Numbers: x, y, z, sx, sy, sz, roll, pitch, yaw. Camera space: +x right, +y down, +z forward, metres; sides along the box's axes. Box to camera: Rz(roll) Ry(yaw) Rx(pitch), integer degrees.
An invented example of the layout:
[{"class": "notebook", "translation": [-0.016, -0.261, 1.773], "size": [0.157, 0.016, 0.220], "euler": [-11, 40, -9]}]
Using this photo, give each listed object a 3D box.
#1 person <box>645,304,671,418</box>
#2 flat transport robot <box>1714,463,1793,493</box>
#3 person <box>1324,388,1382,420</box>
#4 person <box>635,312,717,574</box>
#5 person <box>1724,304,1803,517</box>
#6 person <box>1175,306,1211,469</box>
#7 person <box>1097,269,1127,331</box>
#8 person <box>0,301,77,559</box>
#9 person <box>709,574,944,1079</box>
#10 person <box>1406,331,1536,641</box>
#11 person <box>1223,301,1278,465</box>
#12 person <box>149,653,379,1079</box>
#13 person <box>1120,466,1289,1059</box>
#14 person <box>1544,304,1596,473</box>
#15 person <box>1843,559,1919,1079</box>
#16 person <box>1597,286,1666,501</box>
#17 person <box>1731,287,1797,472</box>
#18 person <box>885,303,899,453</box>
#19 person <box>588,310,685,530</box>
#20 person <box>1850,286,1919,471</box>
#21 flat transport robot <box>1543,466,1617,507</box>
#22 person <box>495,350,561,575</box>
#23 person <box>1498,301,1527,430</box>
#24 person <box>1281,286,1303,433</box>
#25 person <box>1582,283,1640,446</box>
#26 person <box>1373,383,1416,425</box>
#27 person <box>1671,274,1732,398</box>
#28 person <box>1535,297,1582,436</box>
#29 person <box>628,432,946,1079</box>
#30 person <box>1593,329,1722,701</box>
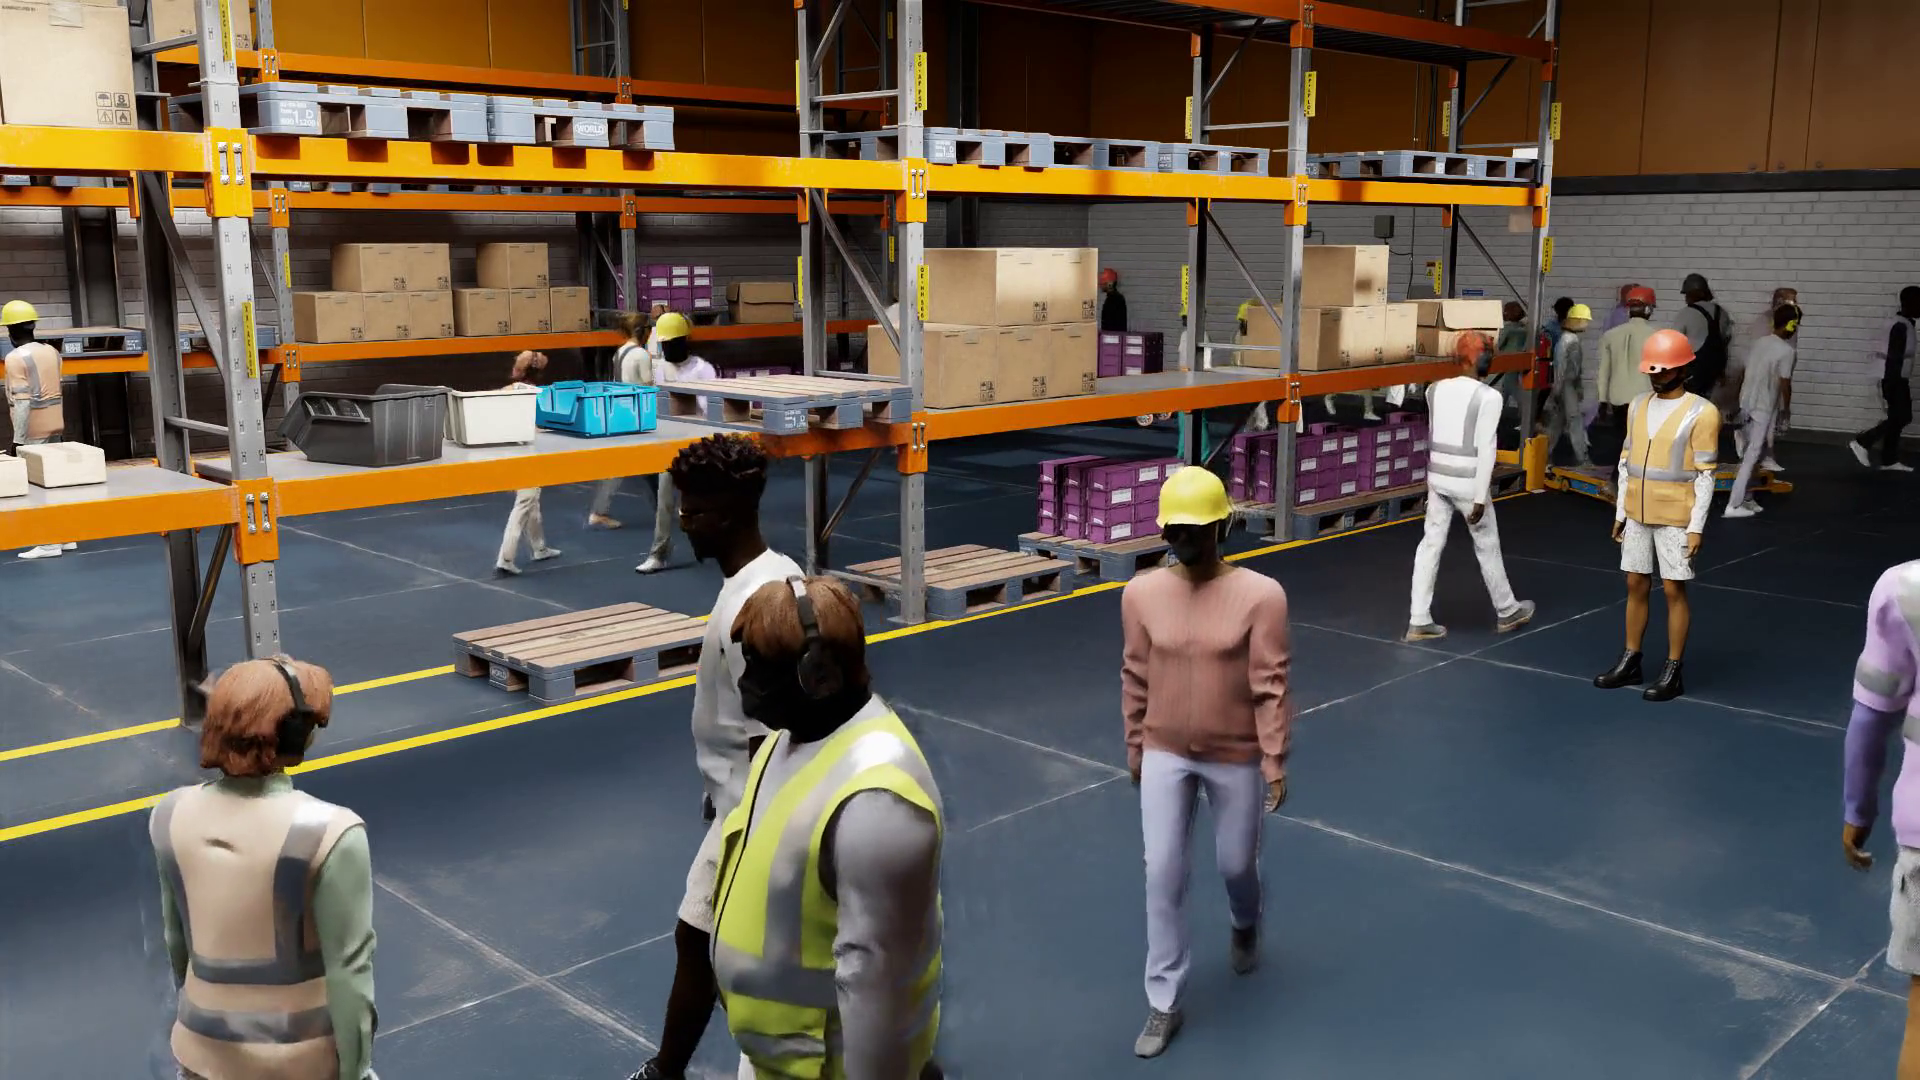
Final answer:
[{"class": "person", "translation": [-3.359, -1.824, 18.685], "size": [0.312, 1.639, 0.520], "euler": [-9, 14, -42]}, {"class": "flat transport robot", "translation": [6.977, -0.579, 15.632], "size": [1.431, 0.197, 0.652], "euler": [-2, 11, -8]}, {"class": "person", "translation": [5.211, -2.512, 21.913], "size": [0.520, 1.843, 0.859], "euler": [-6, 12, -30]}, {"class": "person", "translation": [-1.986, -0.725, 12.124], "size": [0.605, 1.869, 1.042], "euler": [6, 12, 28]}, {"class": "person", "translation": [6.853, -1.088, 14.155], "size": [0.645, 1.826, 0.571], "euler": [-3, 11, -14]}, {"class": "person", "translation": [2.369, -1.582, 17.045], "size": [0.357, 1.767, 0.528], "euler": [-5, 11, -24]}, {"class": "person", "translation": [1.965, -2.665, 22.418], "size": [0.882, 1.953, 0.637], "euler": [5, 12, 27]}, {"class": "person", "translation": [-6.914, -0.819, 12.425], "size": [0.378, 1.922, 0.594], "euler": [0, 10, 0]}, {"class": "person", "translation": [-0.166, 0.942, 3.180], "size": [0.814, 1.807, 0.632], "euler": [-4, 11, -19]}, {"class": "person", "translation": [3.069, -0.326, 9.971], "size": [0.968, 1.836, 0.583], "euler": [-7, 12, -33]}, {"class": "person", "translation": [3.094, -1.647, 17.521], "size": [1.090, 1.733, 0.607], "euler": [-9, 14, -41]}, {"class": "person", "translation": [-1.391, 1.020, 3.310], "size": [0.527, 1.590, 0.890], "euler": [3, 11, 14]}, {"class": "person", "translation": [0.751, 0.622, 5.076], "size": [0.530, 1.741, 0.746], "euler": [4, 11, 20]}, {"class": "person", "translation": [6.211, -1.499, 16.687], "size": [0.749, 1.711, 0.497], "euler": [5, 11, 24]}, {"class": "person", "translation": [2.510, 0.677, 4.048], "size": [0.639, 2.000, 0.952], "euler": [6, 12, 30]}, {"class": "person", "translation": [5.945, -1.260, 14.732], "size": [0.758, 1.969, 0.661], "euler": [-8, 13, -39]}, {"class": "person", "translation": [8.334, -1.667, 17.171], "size": [0.660, 1.881, 0.663], "euler": [-7, 12, -32]}, {"class": "person", "translation": [-0.526, -1.926, 18.465], "size": [0.639, 1.918, 0.654], "euler": [-8, 13, -38]}, {"class": "person", "translation": [-2.693, -0.990, 13.741], "size": [0.980, 1.800, 0.530], "euler": [-6, 12, -32]}, {"class": "person", "translation": [9.515, -1.642, 16.983], "size": [0.496, 1.900, 0.596], "euler": [6, 12, 28]}, {"class": "flat transport robot", "translation": [5.996, -0.503, 15.214], "size": [0.652, 0.197, 1.431], "euler": [-2, 11, -9]}, {"class": "person", "translation": [-3.136, -0.568, 11.958], "size": [0.512, 1.593, 0.848], "euler": [6, 12, 30]}, {"class": "person", "translation": [6.870, -2.172, 20.732], "size": [0.500, 1.591, 0.836], "euler": [-8, 13, -37]}, {"class": "person", "translation": [3.858, -2.042, 19.290], "size": [0.319, 1.862, 0.519], "euler": [2, 11, 9]}, {"class": "person", "translation": [7.496, -1.984, 18.960], "size": [0.940, 1.877, 0.631], "euler": [2, 11, 12]}, {"class": "person", "translation": [4.612, -1.711, 17.960], "size": [0.753, 1.667, 0.556], "euler": [-3, 11, -14]}, {"class": "person", "translation": [7.772, -1.861, 17.795], "size": [0.705, 2.000, 0.953], "euler": [-5, 11, -23]}, {"class": "person", "translation": [7.221, -2.066, 19.909], "size": [0.768, 1.655, 0.561], "euler": [7, 12, 33]}, {"class": "person", "translation": [-0.497, 0.668, 4.394], "size": [1.017, 1.911, 0.627], "euler": [1, 10, 7]}, {"class": "person", "translation": [3.628, -0.128, 8.650], "size": [0.371, 1.928, 0.543], "euler": [-6, 12, -30]}]
